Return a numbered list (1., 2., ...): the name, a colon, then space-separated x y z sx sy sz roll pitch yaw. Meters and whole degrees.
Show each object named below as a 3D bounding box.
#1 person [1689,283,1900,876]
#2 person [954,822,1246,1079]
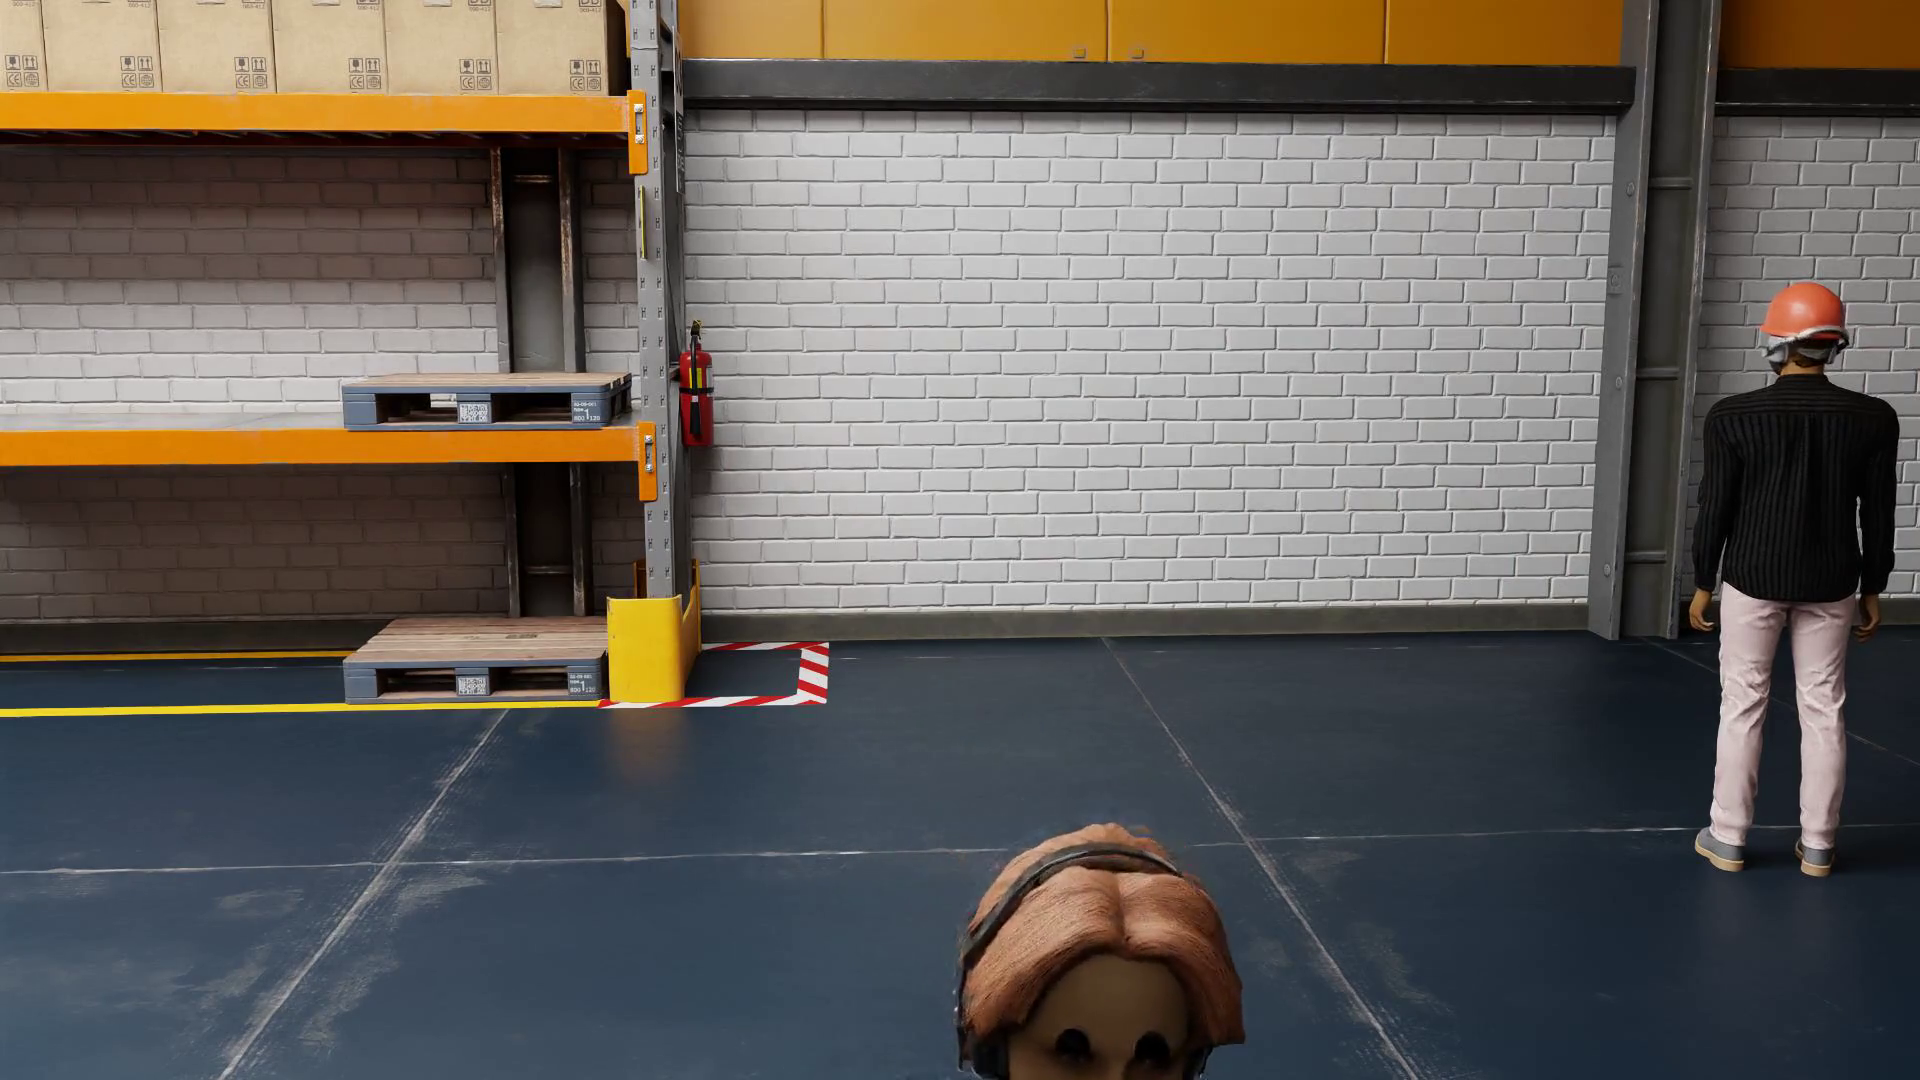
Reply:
1. person: 2.788 0.142 5.603 0.622 1.995 0.379 2 9 13
2. person: 0.070 1.001 1.391 0.531 1.605 0.531 0 9 0
